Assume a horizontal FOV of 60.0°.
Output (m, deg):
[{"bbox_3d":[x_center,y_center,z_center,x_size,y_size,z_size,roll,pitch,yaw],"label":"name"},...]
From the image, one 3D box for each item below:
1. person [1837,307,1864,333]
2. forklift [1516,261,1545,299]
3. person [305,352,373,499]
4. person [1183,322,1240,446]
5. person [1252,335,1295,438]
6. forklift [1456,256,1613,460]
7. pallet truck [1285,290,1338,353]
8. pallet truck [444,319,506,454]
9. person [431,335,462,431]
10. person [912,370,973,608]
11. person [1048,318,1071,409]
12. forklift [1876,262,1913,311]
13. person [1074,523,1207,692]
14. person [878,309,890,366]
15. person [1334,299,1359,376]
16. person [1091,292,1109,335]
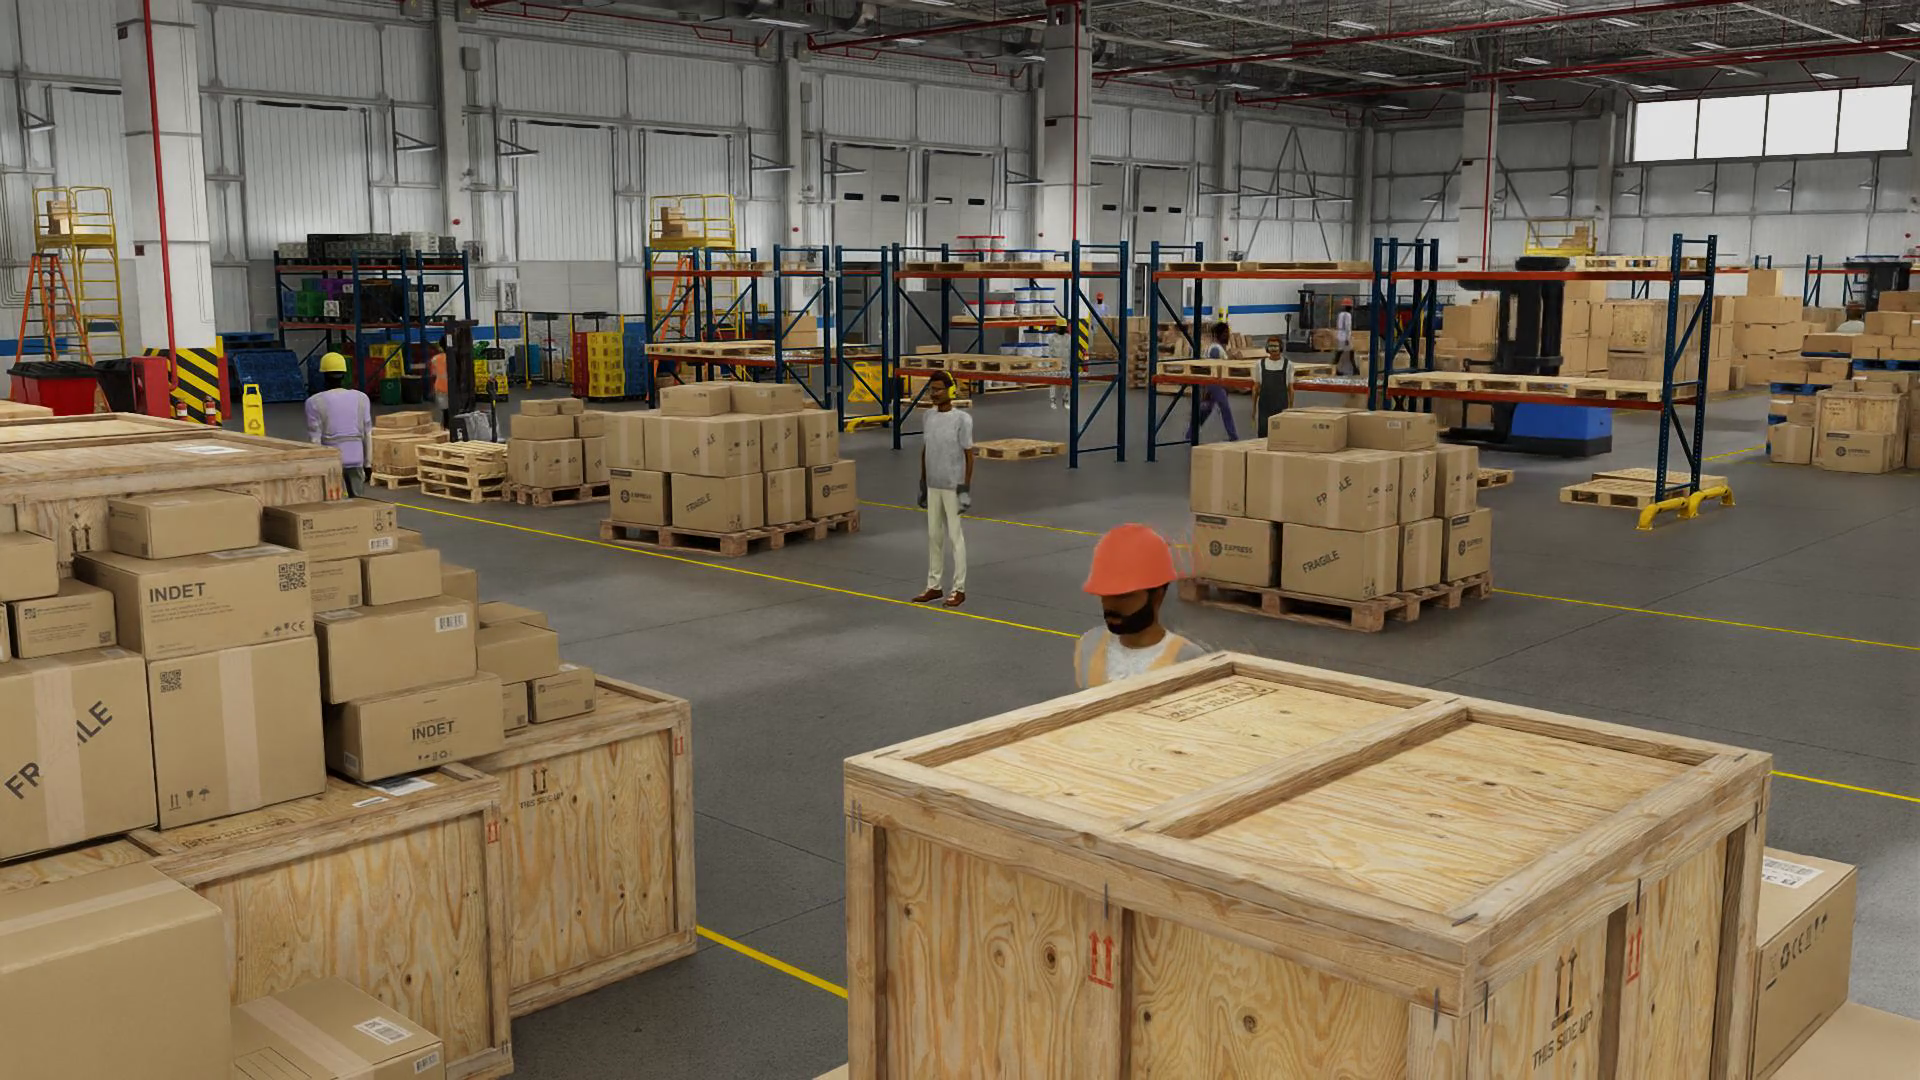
[{"bbox_3d":[17.320,-3.547,32.237,0.516,1.921,0.647,-7,12,-38],"label":"person"},{"bbox_3d":[12.922,-4.937,37.814,1.873,2.768,1.129,9,13,43],"label":"forklift"},{"bbox_3d":[-5.460,-0.683,14.642,0.370,1.929,0.585,9,13,44],"label":"person"},{"bbox_3d":[3.813,-2.307,24.813,1.015,1.869,0.619,2,10,14],"label":"person"},{"bbox_3d":[3.892,-1.627,20.688,0.516,1.843,0.326,2,10,14],"label":"person"},{"bbox_3d":[8.226,-2.618,23.593,1.873,2.768,1.129,9,13,43],"label":"forklift"},{"bbox_3d":[11.297,-6.951,52.861,1.885,1.965,0.823,-5,11,-29],"label":"pallet truck"},{"bbox_3d":[-6.981,-1.942,22.150,1.885,1.965,0.823,1,9,9],"label":"pallet truck"},{"bbox_3d":[-7.674,-2.243,24.930,0.539,1.685,0.393,3,10,20],"label":"person"},{"bbox_3d":[-0.130,-0.404,13.110,0.519,1.874,0.326,7,12,38],"label":"person"},{"bbox_3d":[1.914,-3.342,31.537,0.485,1.738,0.319,-2,9,-12],"label":"person"},{"bbox_3d":[23.386,-5.574,41.721,1.129,2.768,1.873,-6,11,-31],"label":"forklift"},{"bbox_3d":[0.451,0.909,4.926,0.579,1.909,0.806,9,13,44],"label":"person"},{"bbox_3d":[-2.012,-5.351,44.179,0.314,1.634,0.515,1,9,4],"label":"person"},{"bbox_3d":[9.676,-5.024,41.338,0.918,1.895,0.578,-2,10,-15],"label":"person"},{"bbox_3d":[4.328,-6.700,51.537,0.544,1.930,0.388,1,9,3],"label":"person"}]
